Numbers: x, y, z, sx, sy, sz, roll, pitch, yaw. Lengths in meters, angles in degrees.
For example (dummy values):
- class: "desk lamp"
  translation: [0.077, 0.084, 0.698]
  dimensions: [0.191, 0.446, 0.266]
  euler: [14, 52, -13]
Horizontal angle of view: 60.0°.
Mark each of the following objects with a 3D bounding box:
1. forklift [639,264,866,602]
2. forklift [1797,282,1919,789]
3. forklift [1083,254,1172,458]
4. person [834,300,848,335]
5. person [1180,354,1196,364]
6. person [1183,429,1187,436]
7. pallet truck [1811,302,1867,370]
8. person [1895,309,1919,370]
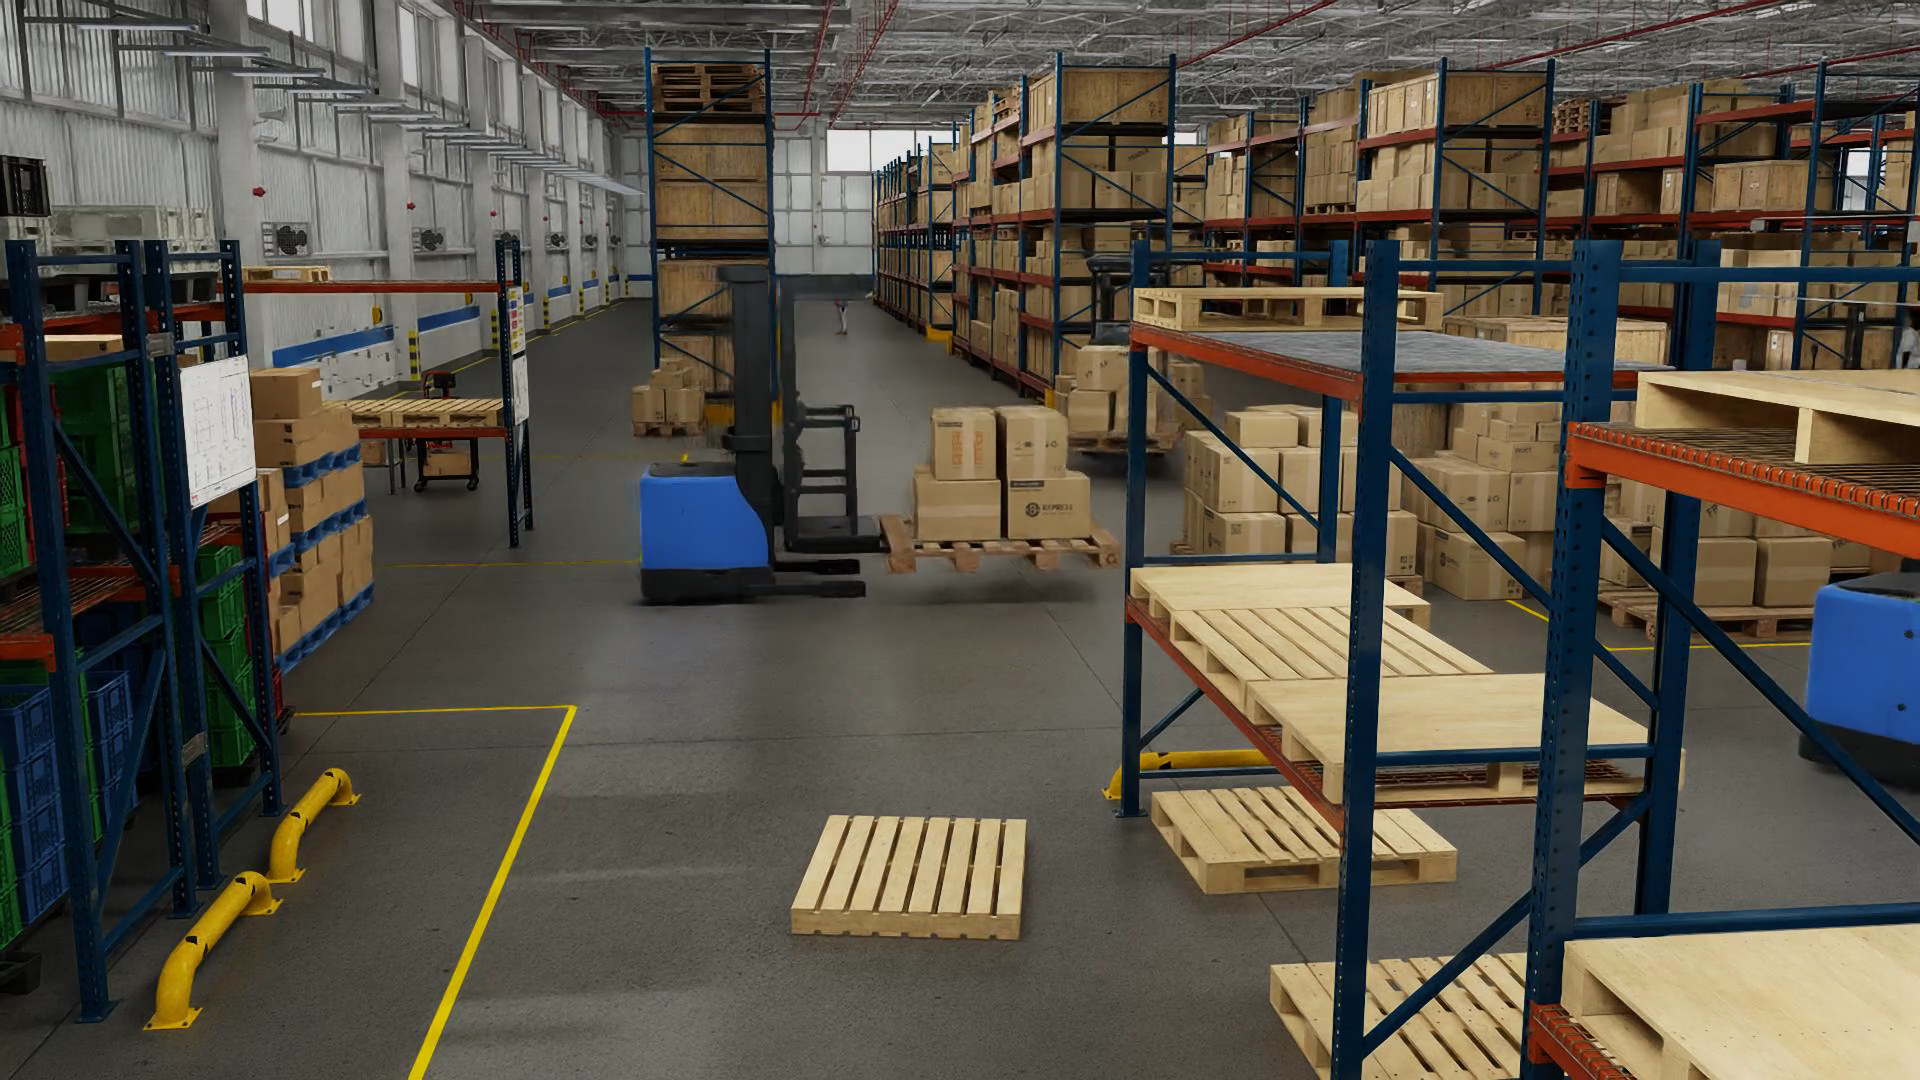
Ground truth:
- class: "forklift"
  translation: [-1.782, -0.949, 14.194]
  dimensions: [1.873, 2.768, 1.129]
  euler: [-1, 10, -6]
- class: "forklift"
  translation: [5.856, -0.092, 9.442]
  dimensions: [1.873, 2.768, 1.129]
  euler: [-7, 12, -34]
- class: "forklift"
  translation: [2.447, -2.667, 23.713]
  dimensions: [1.129, 2.768, 1.873]
  euler: [2, 10, 12]
- class: "person"
  translation: [-3.825, -7.522, 53.527]
  dimensions: [0.429, 1.836, 0.632]
  euler: [-4, 11, -19]
- class: "person"
  translation: [4.735, -4.010, 34.634]
  dimensions: [0.518, 1.619, 0.567]
  euler: [0, 10, 0]
- class: "person"
  translation: [2.928, -2.468, 25.214]
  dimensions: [1.005, 1.937, 0.615]
  euler: [-2, 10, -12]
- class: "pallet truck"
  translation: [15.846, -3.142, 28.793]
  dimensions: [1.885, 1.965, 0.823]
  euler: [2, 10, 12]
- class: "person"
  translation: [15.637, -2.845, 27.430]
  dimensions: [0.881, 1.912, 0.606]
  euler: [5, 11, 24]
